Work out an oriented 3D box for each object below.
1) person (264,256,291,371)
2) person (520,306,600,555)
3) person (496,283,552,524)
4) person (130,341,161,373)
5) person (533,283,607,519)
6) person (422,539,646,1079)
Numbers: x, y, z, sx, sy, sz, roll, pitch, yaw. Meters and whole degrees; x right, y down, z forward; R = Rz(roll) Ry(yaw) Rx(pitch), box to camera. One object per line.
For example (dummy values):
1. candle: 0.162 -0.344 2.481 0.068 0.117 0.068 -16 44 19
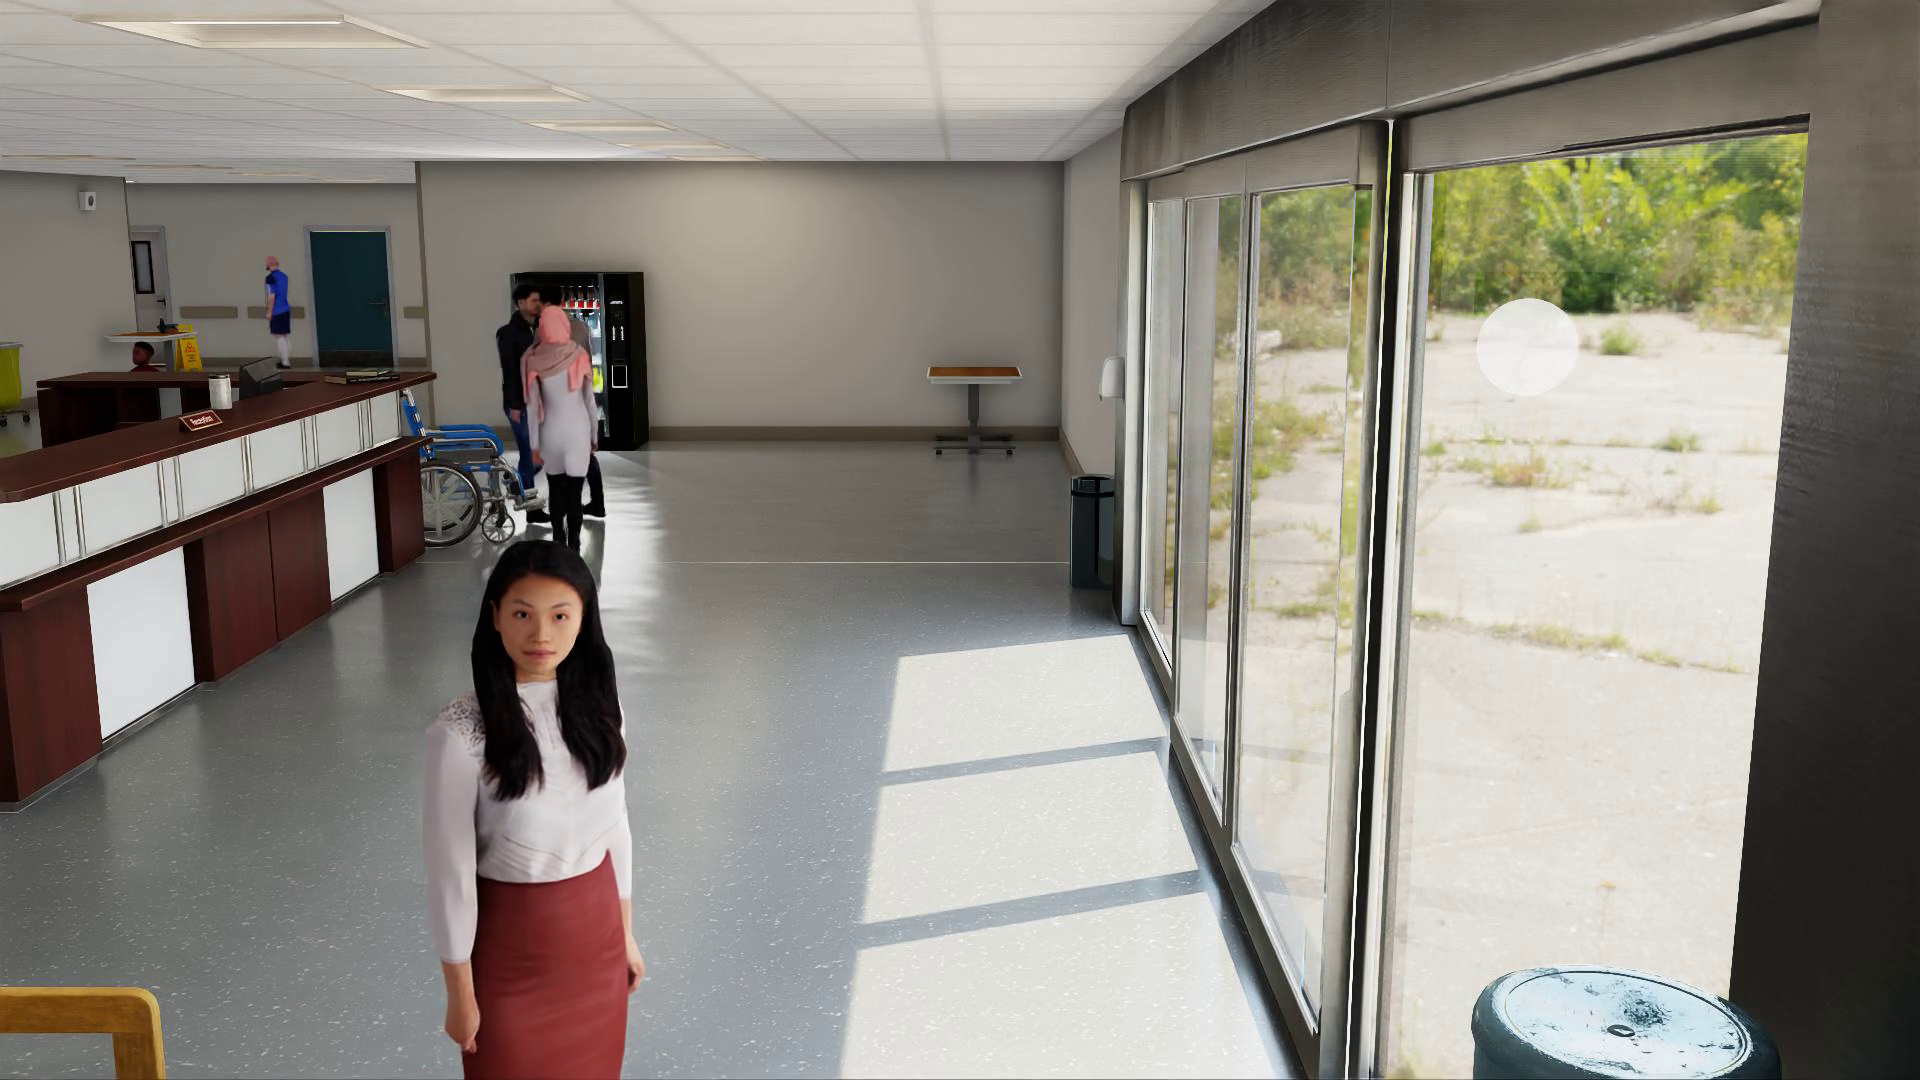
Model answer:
1. person: -11.039 -3.688 26.974 0.629 1.841 0.673 1 11 3
2. person: -2.624 -0.624 11.048 1.210 1.757 0.875 -2 11 -11
3. person: -3.461 -1.061 13.034 0.933 1.876 0.860 5 12 25
4. person: -7.638 -1.238 15.634 0.477 1.255 0.603 2 11 12
5. person: -3.072 -1.061 13.061 0.793 1.866 0.850 -8 13 -35
6. person: -0.813 0.860 3.248 0.659 1.751 0.723 -10 15 -44
